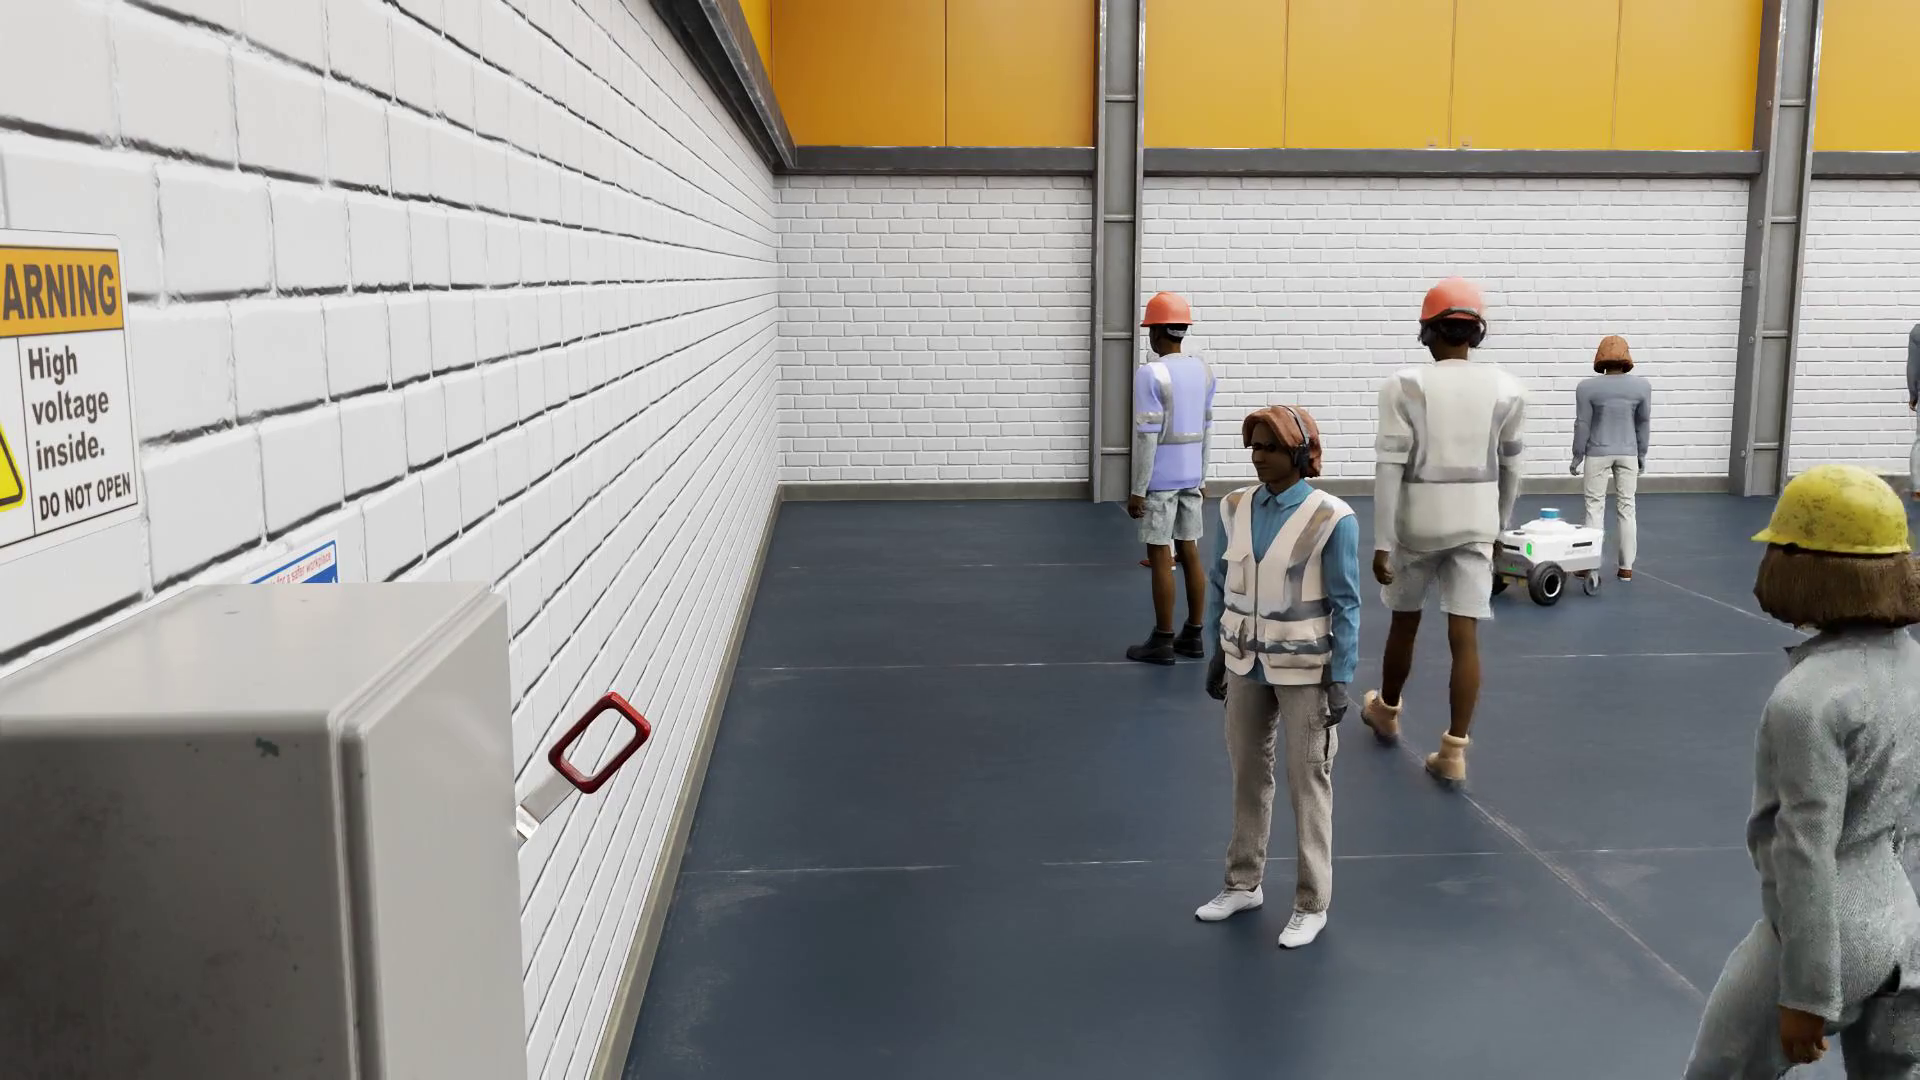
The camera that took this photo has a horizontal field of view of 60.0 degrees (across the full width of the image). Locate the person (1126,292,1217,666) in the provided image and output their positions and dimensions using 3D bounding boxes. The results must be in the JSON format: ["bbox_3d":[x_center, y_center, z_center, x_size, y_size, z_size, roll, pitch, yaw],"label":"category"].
[{"bbox_3d":[1.074,-0.319,8.687,0.552,1.935,0.373,-8,12,-40],"label":"person"}]

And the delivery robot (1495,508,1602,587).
[{"bbox_3d":[3.687,0.045,10.436,0.707,0.478,0.477,-5,10,-30],"label":"delivery robot"}]

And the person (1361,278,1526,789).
[{"bbox_3d":[1.967,-0.060,6.842,0.627,1.995,0.990,0,9,1],"label":"person"}]

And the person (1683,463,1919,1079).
[{"bbox_3d":[1.590,0.710,2.959,0.500,1.700,0.900,-7,11,-37],"label":"person"}]

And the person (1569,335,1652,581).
[{"bbox_3d":[4.297,-0.537,11.005,0.498,1.633,0.278,0,9,3],"label":"person"}]

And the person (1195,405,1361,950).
[{"bbox_3d":[0.968,0.407,5.057,0.308,1.639,0.524,-9,12,-43],"label":"person"}]

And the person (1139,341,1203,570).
[{"bbox_3d":[1.454,-0.724,11.470,0.534,1.859,0.310,-7,11,-36],"label":"person"}]

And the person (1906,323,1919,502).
[{"bbox_3d":[8.703,-1.280,14.736,0.375,1.932,0.628,-6,11,-31],"label":"person"}]
